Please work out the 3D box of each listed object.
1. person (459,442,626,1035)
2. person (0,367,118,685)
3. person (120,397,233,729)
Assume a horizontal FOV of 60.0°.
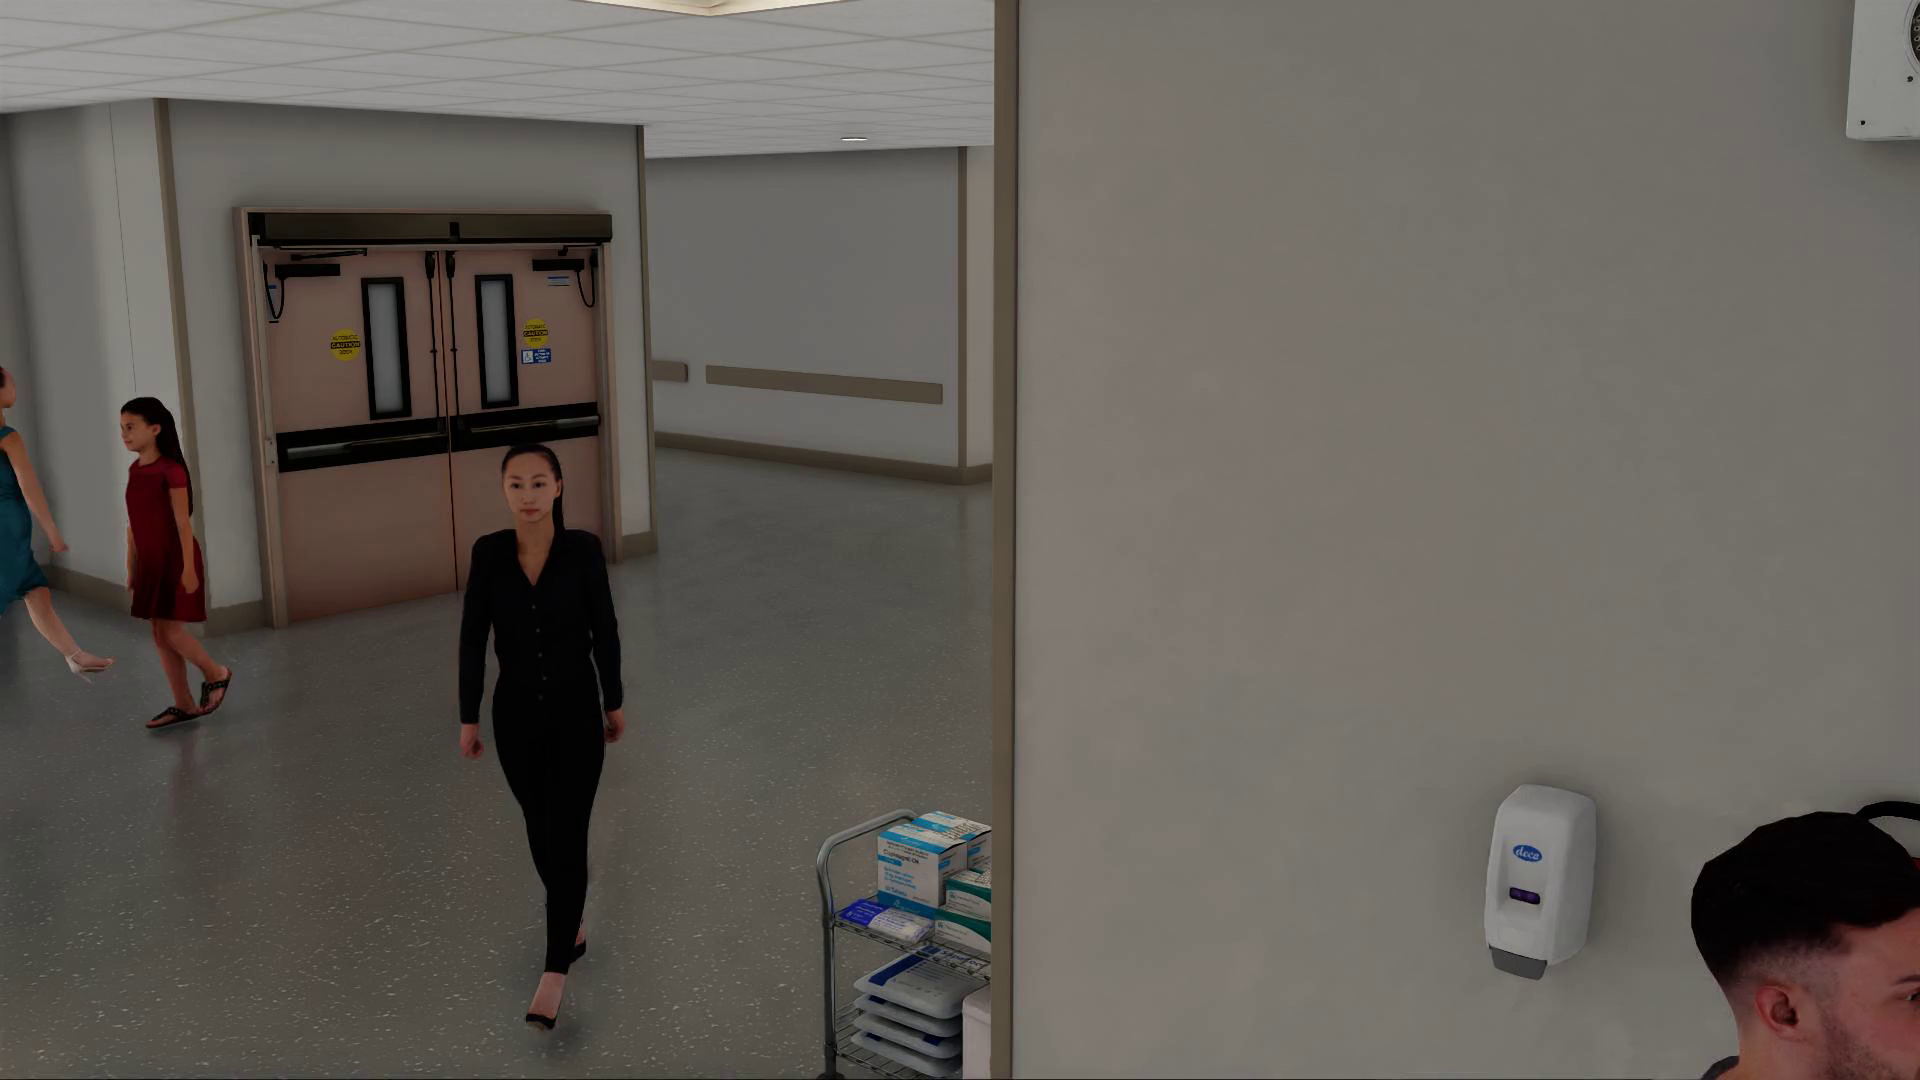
[{"bbox_3d":[-1.232,0.561,5.000,1.038,1.662,1.111,-1,11,-4],"label":"person"},{"bbox_3d":[-4.560,0.040,7.799,0.654,1.641,1.056,7,13,33],"label":"person"},{"bbox_3d":[-3.633,0.101,7.753,0.633,1.539,0.763,6,12,27],"label":"person"}]
